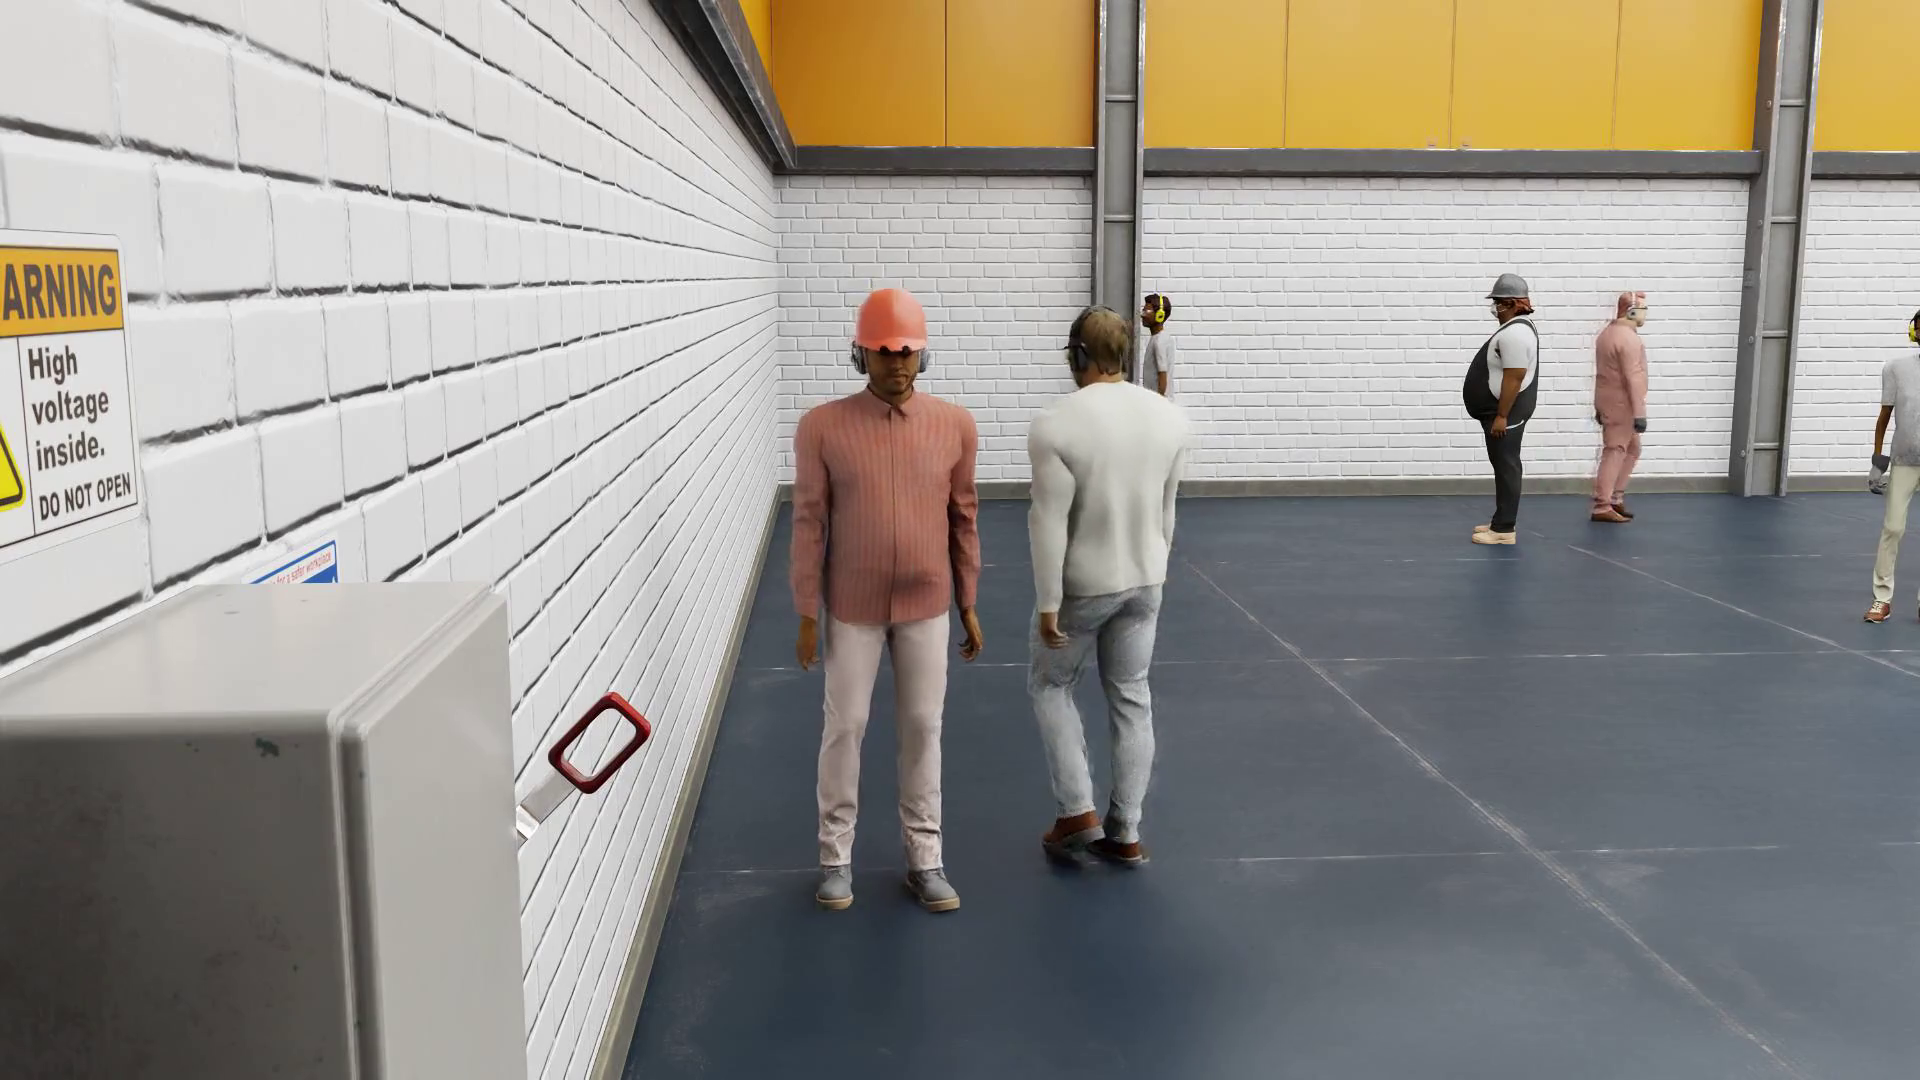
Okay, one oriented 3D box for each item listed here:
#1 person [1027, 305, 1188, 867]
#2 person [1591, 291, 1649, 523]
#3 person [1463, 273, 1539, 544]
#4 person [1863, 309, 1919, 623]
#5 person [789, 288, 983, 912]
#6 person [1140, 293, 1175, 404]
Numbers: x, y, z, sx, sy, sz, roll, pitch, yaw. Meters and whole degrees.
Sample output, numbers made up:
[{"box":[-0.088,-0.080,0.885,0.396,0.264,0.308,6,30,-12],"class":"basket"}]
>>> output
[{"box":[0.484,0.165,5.703,0.623,1.919,0.455,-4,10,-25],"class":"person"},{"box":[5.445,-1.074,13.562,0.560,1.888,0.682,1,9,4],"class":"person"},{"box":[4.083,-0.993,12.596,0.538,2.000,0.684,3,10,21],"class":"person"},{"box":[5.542,-0.427,9.584,0.535,1.866,0.309,5,10,30],"class":"person"},{"box":[-0.228,0.214,5.300,0.652,1.986,0.584,-3,9,-16],"class":"person"},{"box":[1.572,-1.050,13.472,0.328,1.876,0.514,1,9,5],"class":"person"}]
